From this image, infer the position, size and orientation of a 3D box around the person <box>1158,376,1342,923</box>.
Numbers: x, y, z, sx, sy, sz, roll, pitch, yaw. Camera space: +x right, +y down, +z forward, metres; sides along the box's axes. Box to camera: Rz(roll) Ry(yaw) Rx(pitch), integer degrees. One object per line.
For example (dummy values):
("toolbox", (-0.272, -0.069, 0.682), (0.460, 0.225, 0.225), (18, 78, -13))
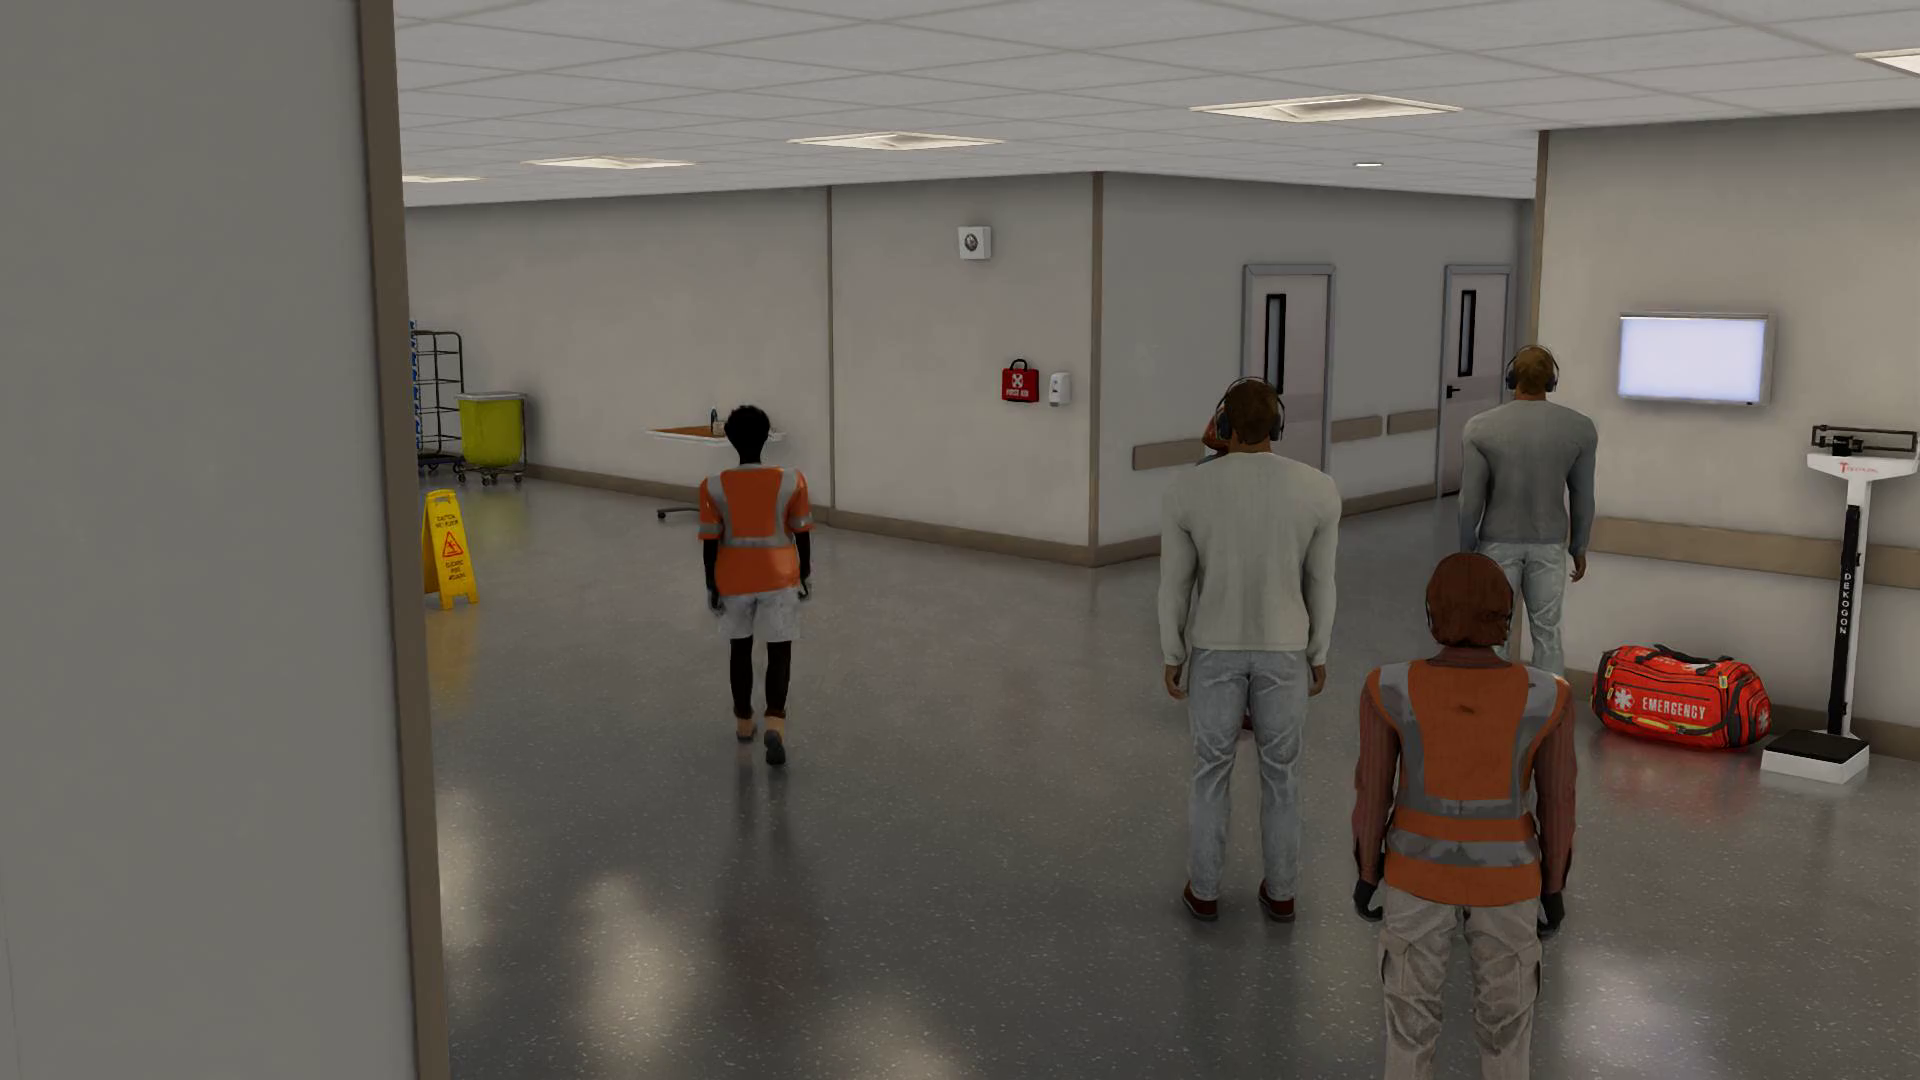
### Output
("person", (1.006, 0.395, 5.852), (0.622, 1.932, 0.371), (1, 9, 7))

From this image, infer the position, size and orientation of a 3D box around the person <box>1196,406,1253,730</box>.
("person", (1.339, 0.135, 8.330), (0.280, 1.633, 0.500), (-5, 10, -28))

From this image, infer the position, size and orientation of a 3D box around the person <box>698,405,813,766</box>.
("person", (-0.958, 0.201, 7.806), (0.535, 1.670, 0.780), (0, 9, -2))

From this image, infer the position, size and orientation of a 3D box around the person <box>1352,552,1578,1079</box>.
("person", (1.200, 0.839, 3.998), (0.513, 1.640, 0.309), (2, 10, 14))

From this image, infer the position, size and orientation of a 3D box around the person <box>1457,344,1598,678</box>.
("person", (2.722, 0.029, 8.047), (0.638, 1.938, 0.357), (1, 9, 9))
